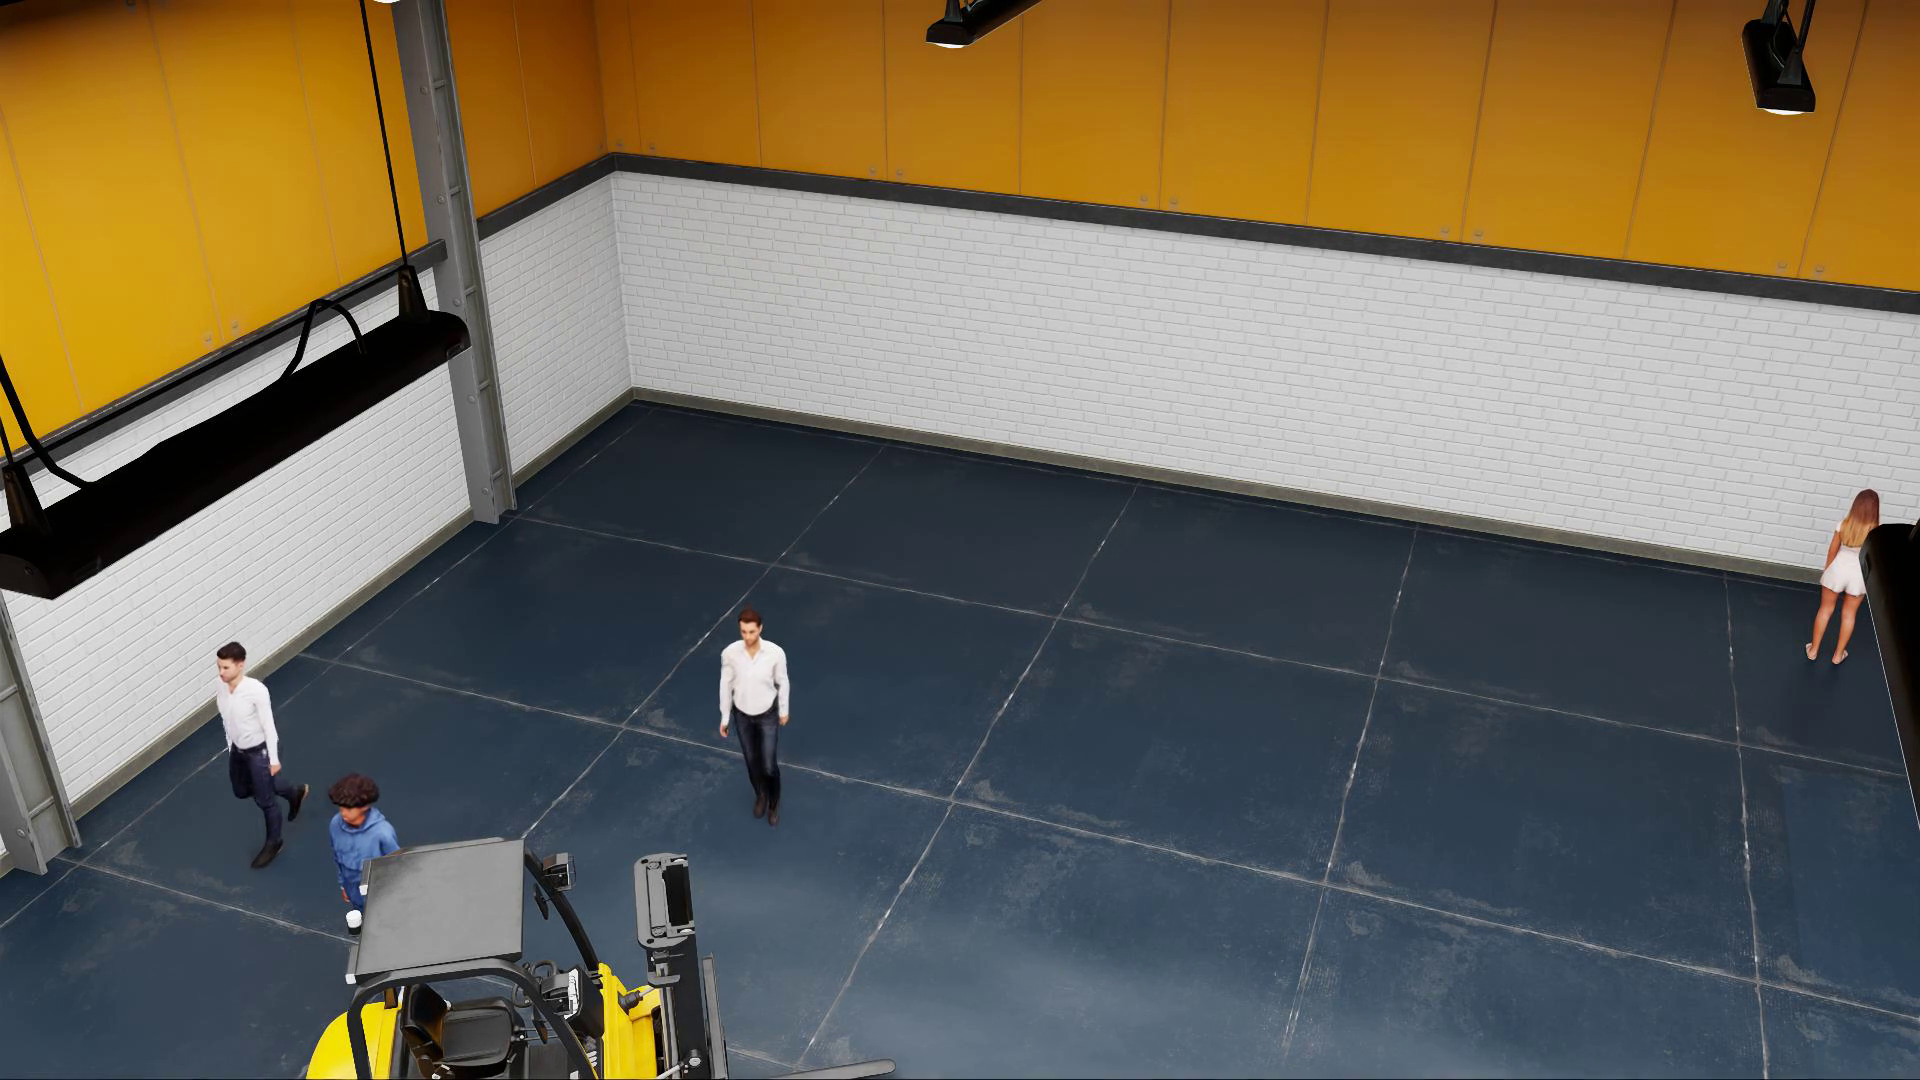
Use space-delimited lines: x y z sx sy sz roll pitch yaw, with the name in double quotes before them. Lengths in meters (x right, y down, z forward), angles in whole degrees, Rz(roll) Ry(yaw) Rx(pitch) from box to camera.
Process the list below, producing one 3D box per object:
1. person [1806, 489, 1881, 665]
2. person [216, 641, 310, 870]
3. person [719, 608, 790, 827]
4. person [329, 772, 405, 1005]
"person" 7.907 0.323 14.827 0.597 1.697 0.596 15 32 25
"person" -5.232 1.521 12.467 0.679 1.854 0.949 13 31 23
"person" -1.574 1.306 12.862 0.740 1.855 0.736 3 29 5
"person" -3.894 2.308 11.075 0.675 1.806 0.542 9 30 16
